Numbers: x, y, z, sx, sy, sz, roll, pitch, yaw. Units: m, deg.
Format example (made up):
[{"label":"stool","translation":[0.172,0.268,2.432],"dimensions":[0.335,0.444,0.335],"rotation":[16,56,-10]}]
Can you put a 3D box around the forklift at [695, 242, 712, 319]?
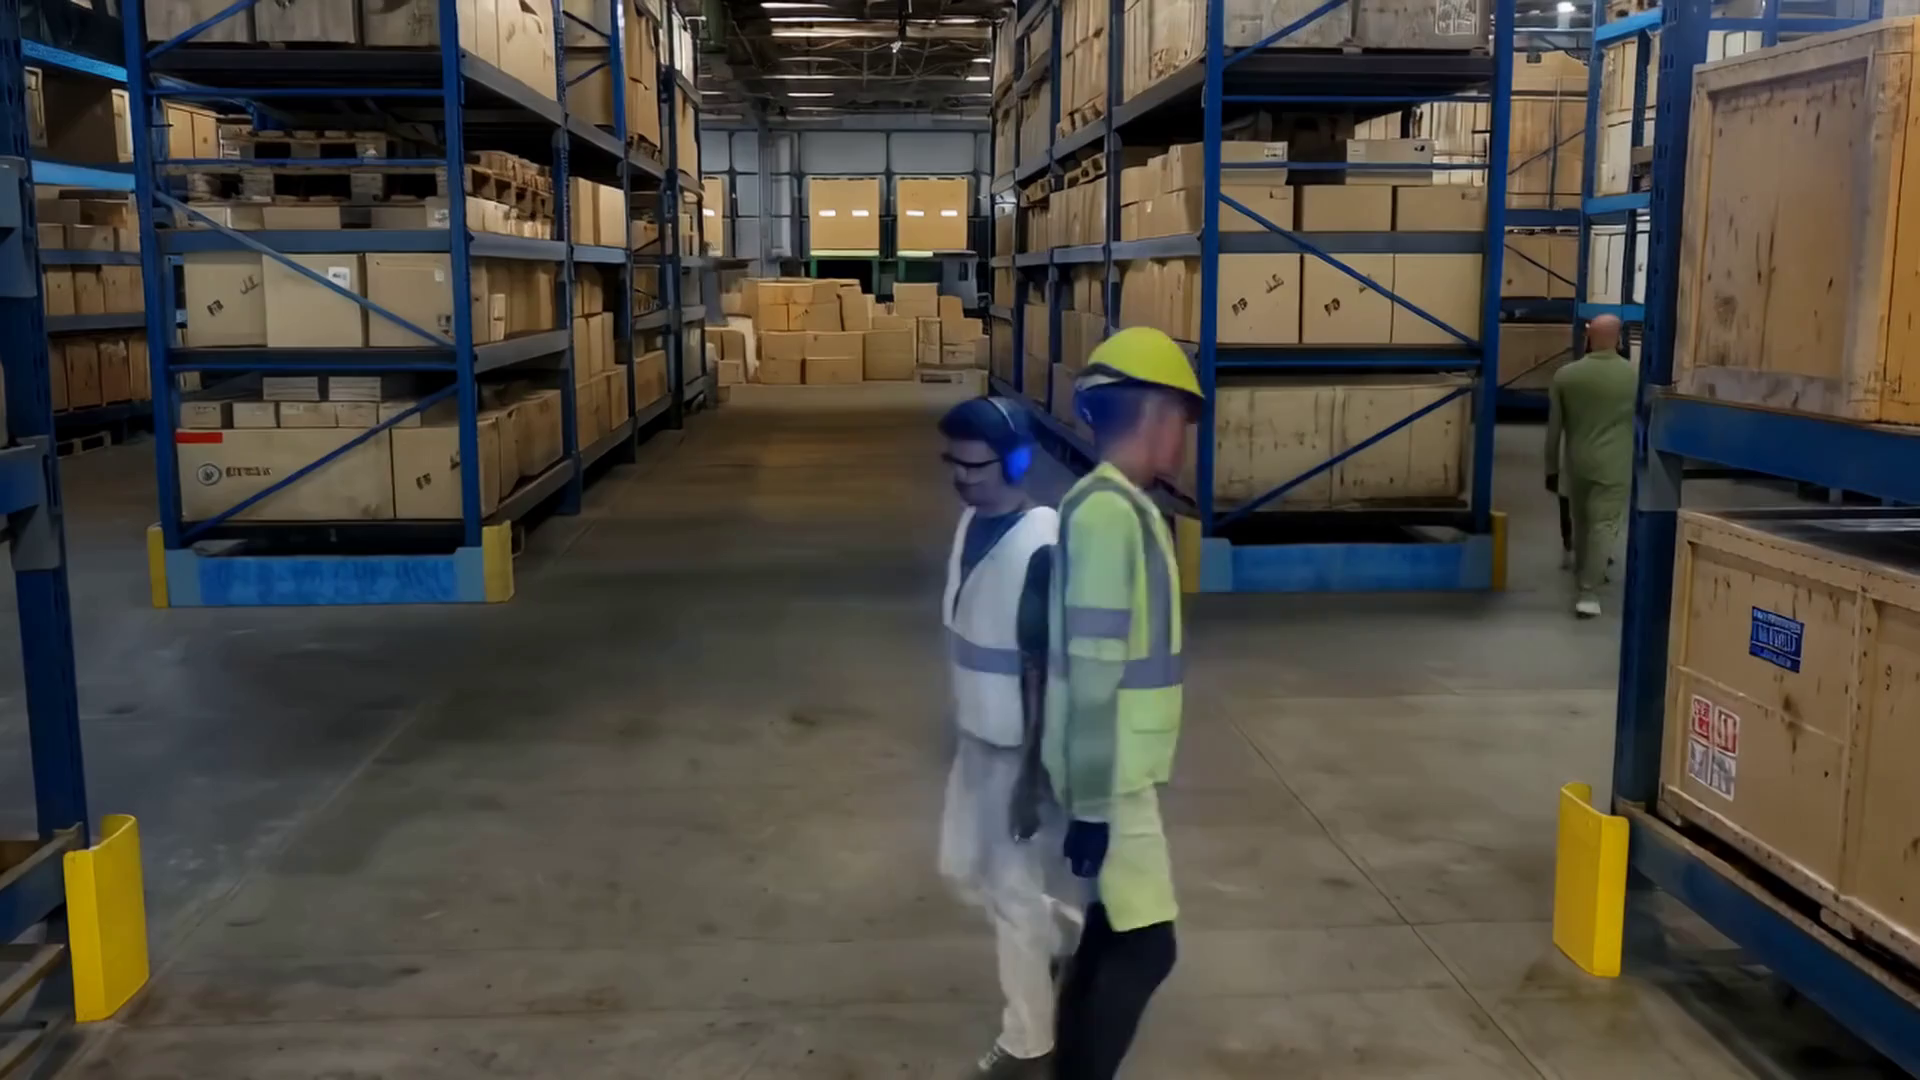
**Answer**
[{"label":"forklift","translation":[-5.578,-5.046,36.014],"dimensions":[1.873,2.768,1.129],"rotation":[-1,9,-4]}]

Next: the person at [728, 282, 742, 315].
[{"label":"person","translation":[-7.800,-7.952,57.350],"dimensions":[0.999,1.885,0.651],"rotation":[1,9,4]}]

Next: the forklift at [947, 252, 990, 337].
[{"label":"forklift","translation":[0.093,-7.478,51.288],"dimensions":[1.129,2.768,1.873],"rotation":[-5,11,-30]}]

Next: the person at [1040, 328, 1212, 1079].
[{"label":"person","translation":[0.374,0.518,3.864],"dimensions":[0.421,1.990,0.692],"rotation":[1,9,5]}]

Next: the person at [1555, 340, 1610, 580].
[{"label":"person","translation":[4.429,-0.570,11.681],"dimensions":[0.544,1.681,0.524],"rotation":[0,9,3]}]

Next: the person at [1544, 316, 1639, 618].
[{"label":"person","translation":[4.029,-0.466,10.467],"dimensions":[0.639,1.858,1.003],"rotation":[7,11,36]}]

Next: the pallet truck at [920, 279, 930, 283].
[{"label":"pallet truck","translation":[-0.932,-8.922,63.114],"dimensions":[1.885,1.965,0.823],"rotation":[2,9,13]}]

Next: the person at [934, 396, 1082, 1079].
[{"label":"person","translation":[0.170,0.529,4.340],"dimensions":[0.484,1.819,0.615],"rotation":[-4,10,-22]}]
